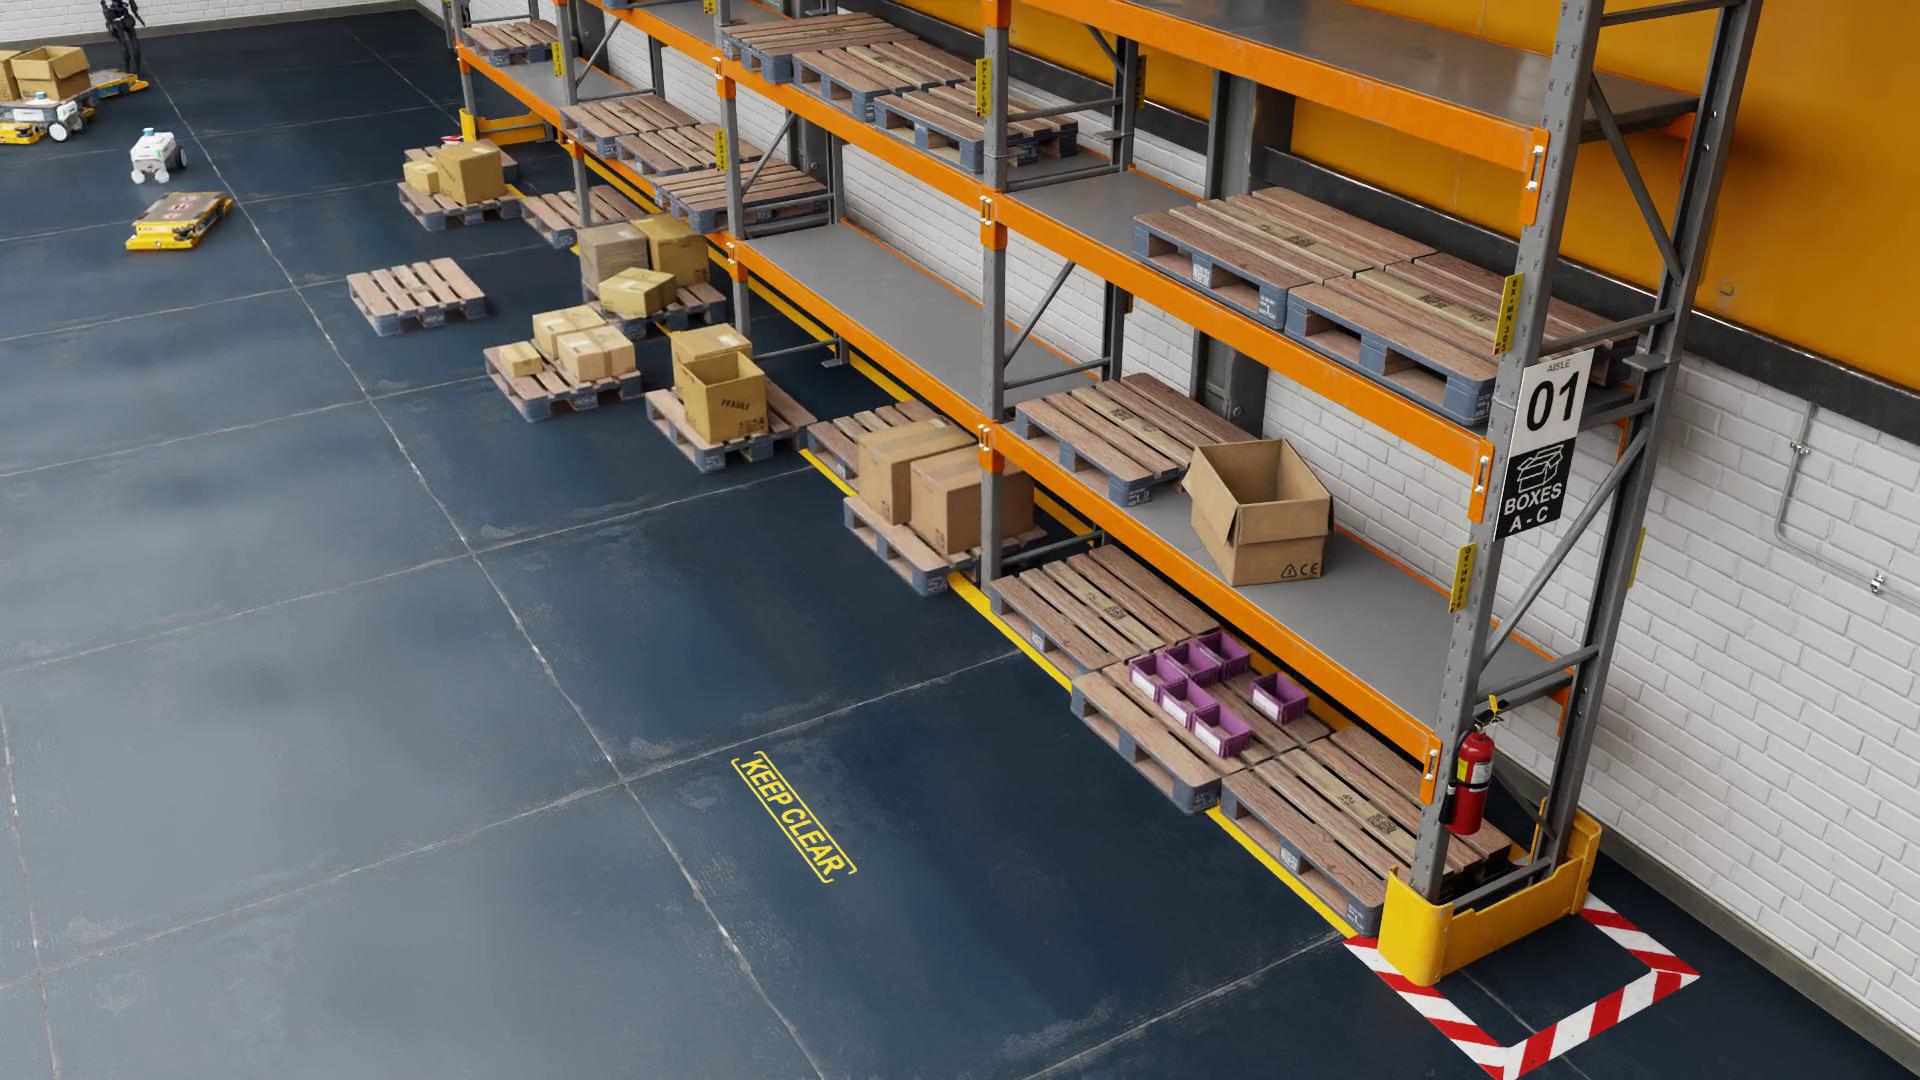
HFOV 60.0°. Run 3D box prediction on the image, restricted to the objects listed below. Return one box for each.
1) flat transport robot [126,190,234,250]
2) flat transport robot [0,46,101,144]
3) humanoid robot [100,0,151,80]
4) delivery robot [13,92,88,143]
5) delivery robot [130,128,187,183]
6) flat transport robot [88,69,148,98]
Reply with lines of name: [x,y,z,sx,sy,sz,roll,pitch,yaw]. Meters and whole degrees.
flat transport robot: [-8.267,-3.405,17.643,0.659,0.231,1.431,-2,30,-4]
flat transport robot: [-11.623,-5.277,20.949,0.659,0.231,1.431,3,30,5]
humanoid robot: [-11.562,-7.203,22.919,0.334,1.652,0.603,11,31,19]
delivery robot: [-11.291,-5.240,20.595,0.779,0.597,0.499,1,30,1]
delivery robot: [-9.301,-4.457,19.230,0.499,0.614,0.785,-5,30,-9]
flat transport robot: [-11.684,-6.023,22.266,0.659,0.231,1.431,12,32,20]
